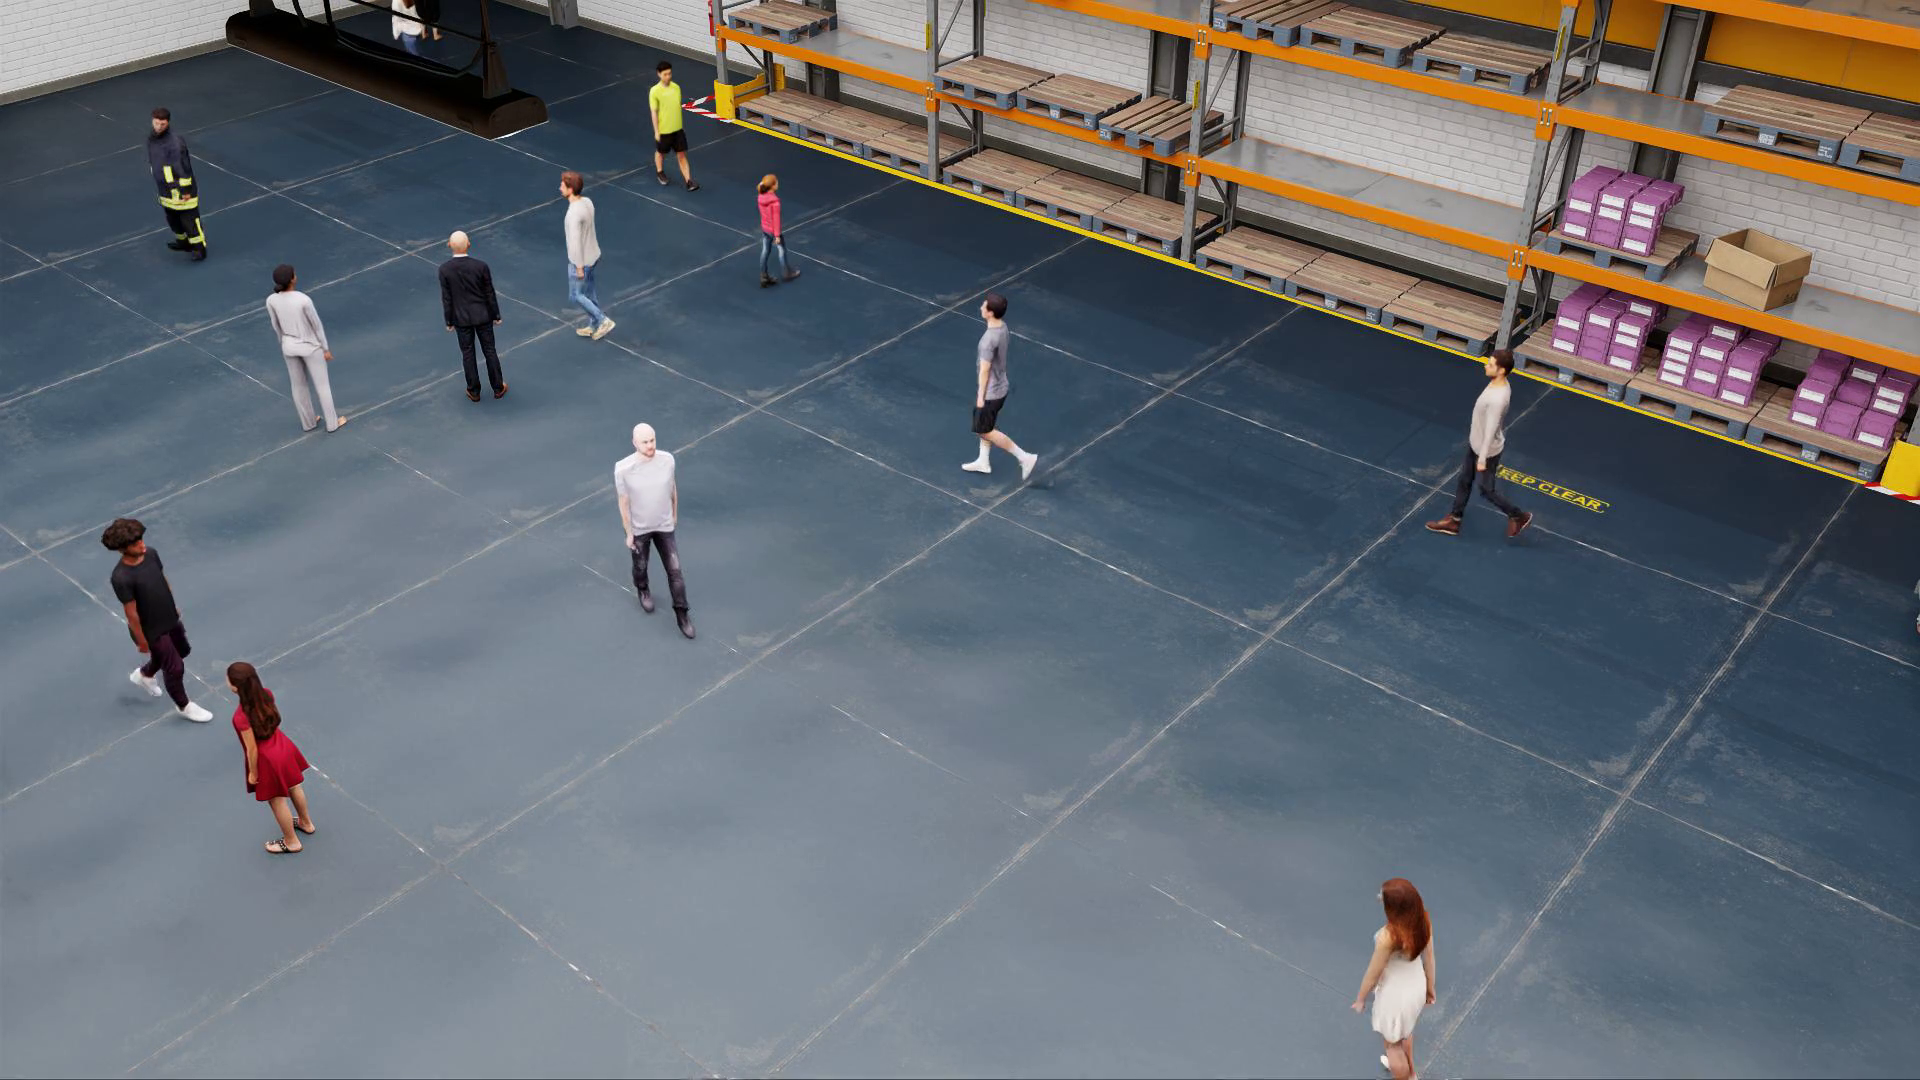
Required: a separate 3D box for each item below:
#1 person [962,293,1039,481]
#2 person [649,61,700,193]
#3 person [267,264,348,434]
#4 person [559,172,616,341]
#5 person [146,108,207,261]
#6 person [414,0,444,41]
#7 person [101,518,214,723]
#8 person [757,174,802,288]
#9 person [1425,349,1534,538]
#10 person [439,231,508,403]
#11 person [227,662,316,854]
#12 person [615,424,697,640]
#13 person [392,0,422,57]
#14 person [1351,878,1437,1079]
[{"bbox_3d":[0.382,-1.369,15.270,1.102,1.853,0.899,10,35,15],"label":"person"},{"bbox_3d":[-3.797,-5.326,21.398,0.794,1.660,1.177,-23,40,-30],"label":"person"},{"bbox_3d":[-6.367,-1.855,16.107,0.672,1.737,0.777,3,34,5],"label":"person"},{"bbox_3d":[-3.917,-2.992,17.678,0.891,1.891,0.834,5,34,7],"label":"person"},{"bbox_3d":[-9.176,-4.170,19.446,0.674,1.896,1.006,26,42,33],"label":"person"},{"bbox_3d":[-8.606,-8.828,26.704,0.696,1.618,0.778,3,34,5],"label":"person"},{"bbox_3d":[-6.074,0.582,12.414,1.021,1.766,0.911,4,34,6],"label":"person"},{"bbox_3d":[-2.204,-3.506,18.988,0.661,1.297,0.717,-26,42,-34],"label":"person"},{"bbox_3d":[4.635,-0.779,14.391,1.216,1.843,1.018,5,34,8],"label":"person"},{"bbox_3d":[-4.876,-2.233,16.619,0.779,1.800,0.788,-9,35,-13],"label":"person"},{"bbox_3d":[-4.693,1.461,11.284,0.720,1.553,0.660,7,34,10],"label":"person"},{"bbox_3d":[-2.545,-0.143,13.474,0.968,1.800,1.180,-14,36,-20],"label":"person"},{"bbox_3d":[-8.091,-7.509,24.664,0.732,1.680,0.710,7,34,11],"label":"person"},{"bbox_3d":[2.556,2.605,9.459,0.633,1.668,0.697,-16,37,-22],"label":"person"}]
